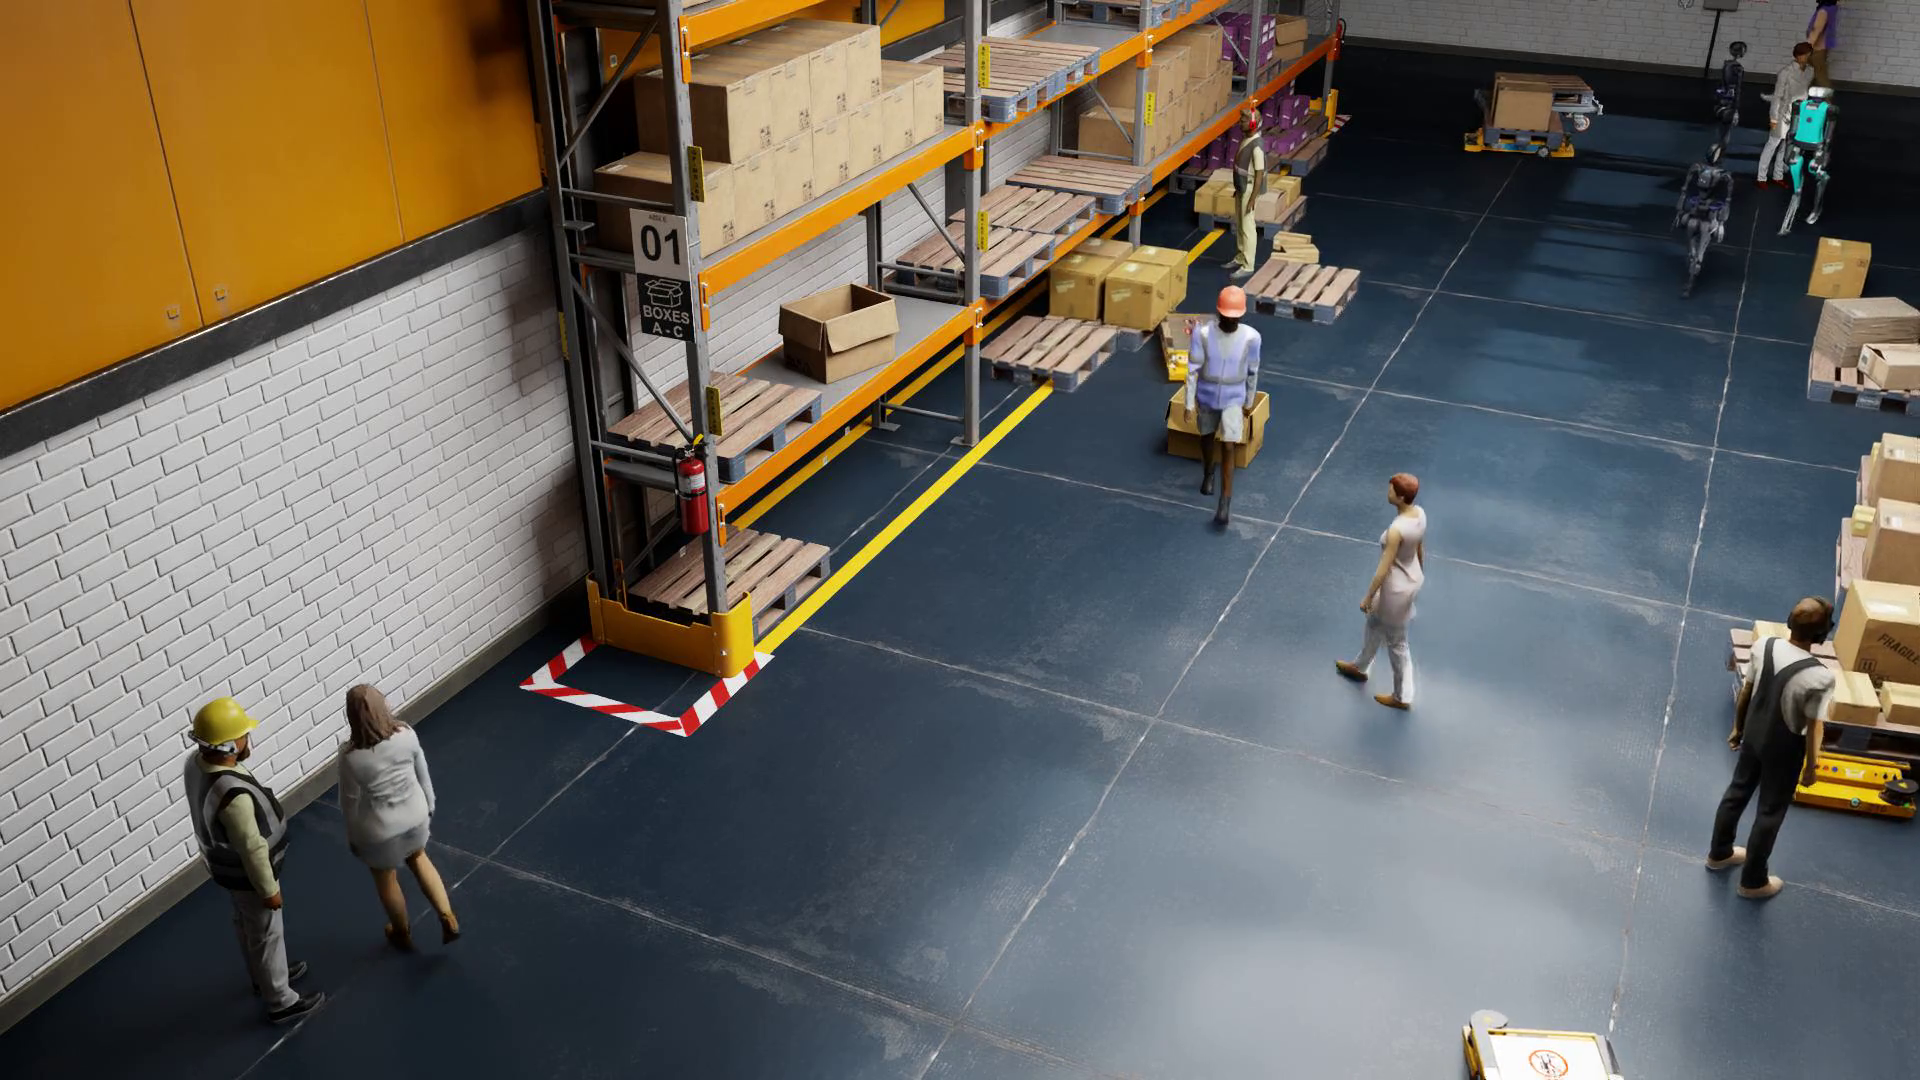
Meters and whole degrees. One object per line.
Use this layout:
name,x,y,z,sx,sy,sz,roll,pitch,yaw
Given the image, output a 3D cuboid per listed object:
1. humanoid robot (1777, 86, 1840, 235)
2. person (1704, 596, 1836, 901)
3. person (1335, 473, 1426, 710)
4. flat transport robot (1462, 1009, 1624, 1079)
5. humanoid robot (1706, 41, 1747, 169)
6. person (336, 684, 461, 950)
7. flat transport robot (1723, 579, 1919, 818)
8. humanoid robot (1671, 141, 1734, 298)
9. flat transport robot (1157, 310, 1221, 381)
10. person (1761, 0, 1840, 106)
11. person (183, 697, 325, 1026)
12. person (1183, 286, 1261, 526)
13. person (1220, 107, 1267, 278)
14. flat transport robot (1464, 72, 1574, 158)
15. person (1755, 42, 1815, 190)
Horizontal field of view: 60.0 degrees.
humanoid robot,10.073,-4.499,19.565,0.995,1.774,0.530,-23,36,-36
person,4.409,1.116,9.006,0.351,1.839,0.506,-11,30,-19
person,2.718,0.295,10.734,0.732,1.628,0.493,20,34,32
flat transport robot,2.773,2.753,7.623,0.659,0.231,1.431,2,28,4
humanoid robot,10.067,-5.698,21.817,0.328,1.651,0.589,1,28,1
person,-2.905,1.471,8.551,0.488,1.646,0.488,-25,37,-38
flat transport robot,5.506,1.216,10.474,0.659,0.231,1.431,7,29,13
humanoid robot,7.805,-3.395,17.556,0.646,1.634,0.591,-20,34,-33
flat transport robot,2.309,-1.908,16.266,0.659,0.231,1.431,1,28,1
person,12.600,-7.307,24.579,0.990,1.870,0.572,13,31,23
person,-3.493,1.574,8.177,0.403,1.825,0.589,-22,35,-35
person,2.041,-1.087,13.044,0.554,1.881,1.006,6,29,10
person,3.124,-3.769,18.059,0.377,1.840,0.569,-3,29,-6
flat transport robot,7.688,-5.474,22.878,1.431,0.231,0.659,7,29,13
person,10.460,-5.352,21.007,0.514,1.831,0.365,-7,29,-12
